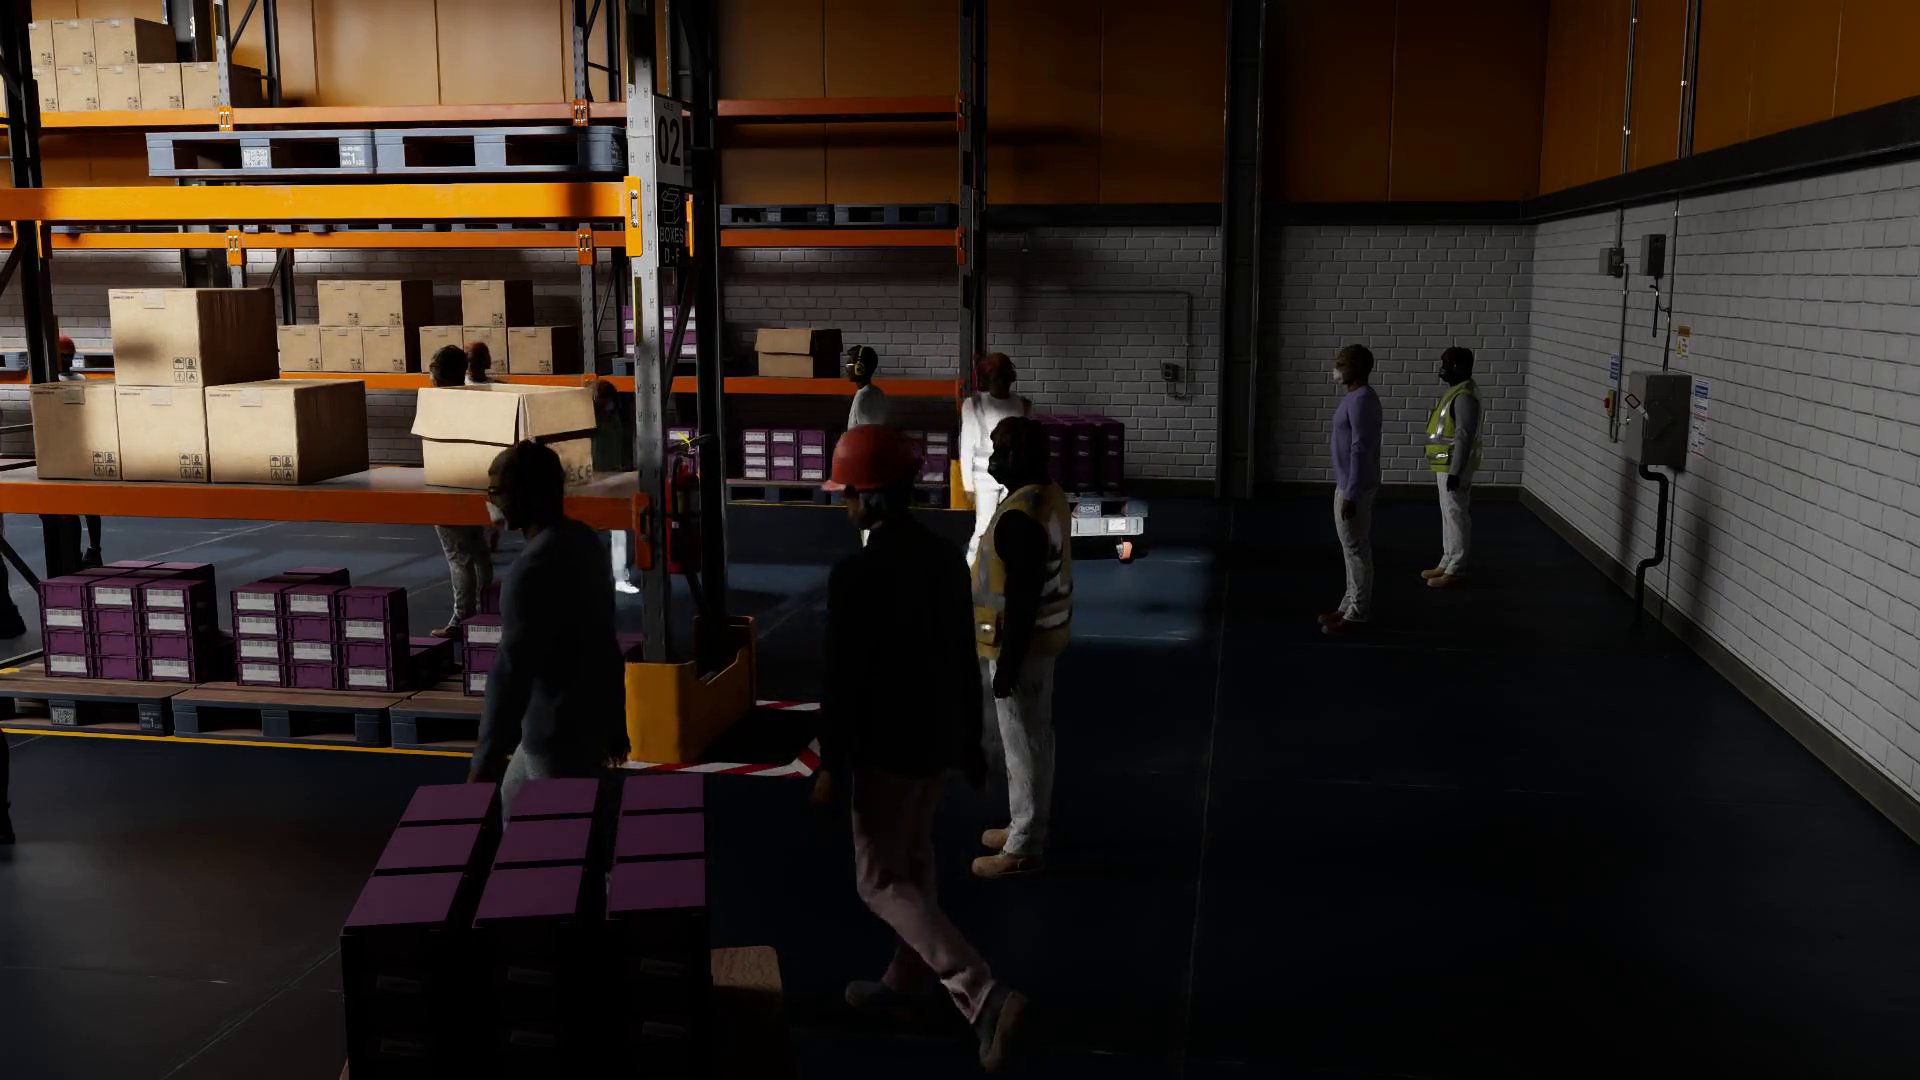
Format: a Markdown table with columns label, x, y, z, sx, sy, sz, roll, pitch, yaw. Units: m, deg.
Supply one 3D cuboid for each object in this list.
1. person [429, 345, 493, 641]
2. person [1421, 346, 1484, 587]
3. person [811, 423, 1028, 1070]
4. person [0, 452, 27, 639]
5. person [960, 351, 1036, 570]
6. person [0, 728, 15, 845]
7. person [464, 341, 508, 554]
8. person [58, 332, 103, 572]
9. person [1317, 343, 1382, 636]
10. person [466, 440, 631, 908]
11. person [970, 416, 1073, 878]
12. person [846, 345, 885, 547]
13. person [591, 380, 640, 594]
| label | x | y | z | sx | sy | sz | roll | pitch | yaw |
| --- | --- | --- | --- | --- | --- | --- | --- | --- | --- |
| person | -3.291 | -0.305 | 10.894 | 0.372 | 1.940 | 0.631 | 2 | 9 | 9 |
| person | 3.778 | -0.559 | 12.769 | 0.429 | 1.844 | 0.627 | 2 | 9 | 9 |
| person | -0.092 | 0.628 | 5.029 | 0.761 | 1.966 | 0.636 | 6 | 11 | 32 |
| person | -6.435 | -0.285 | 10.942 | 0.436 | 1.898 | 0.588 | -3 | 10 | -19 |
| person | 0.256 | -0.435 | 11.988 | 0.587 | 1.860 | 0.866 | -3 | 10 | -16 |
| person | -4.157 | 0.356 | 6.781 | 0.349 | 1.942 | 0.545 | 2 | 9 | 9 |
| person | -3.979 | -0.730 | 13.835 | 0.589 | 1.855 | 0.911 | 1 | 9 | 5 |
| person | -7.116 | -0.688 | 13.260 | 0.349 | 1.942 | 0.545 | 2 | 9 | 9 |
| person | 2.609 | -0.334 | 11.070 | 0.372 | 1.940 | 0.631 | 2 | 9 | 9 |
| person | -1.370 | 0.627 | 5.275 | 1.035 | 1.878 | 0.648 | 0 | 9 | 1 |
| person | 0.233 | 0.424 | 6.672 | 0.429 | 1.844 | 0.627 | 2 | 9 | 9 |
| person | -0.723 | -0.512 | 12.402 | 0.328 | 1.867 | 0.513 | 2 | 9 | 9 |
| person | -2.767 | -0.415 | 12.586 | 0.765 | 1.608 | 0.490 | 9 | 13 | 43 |
